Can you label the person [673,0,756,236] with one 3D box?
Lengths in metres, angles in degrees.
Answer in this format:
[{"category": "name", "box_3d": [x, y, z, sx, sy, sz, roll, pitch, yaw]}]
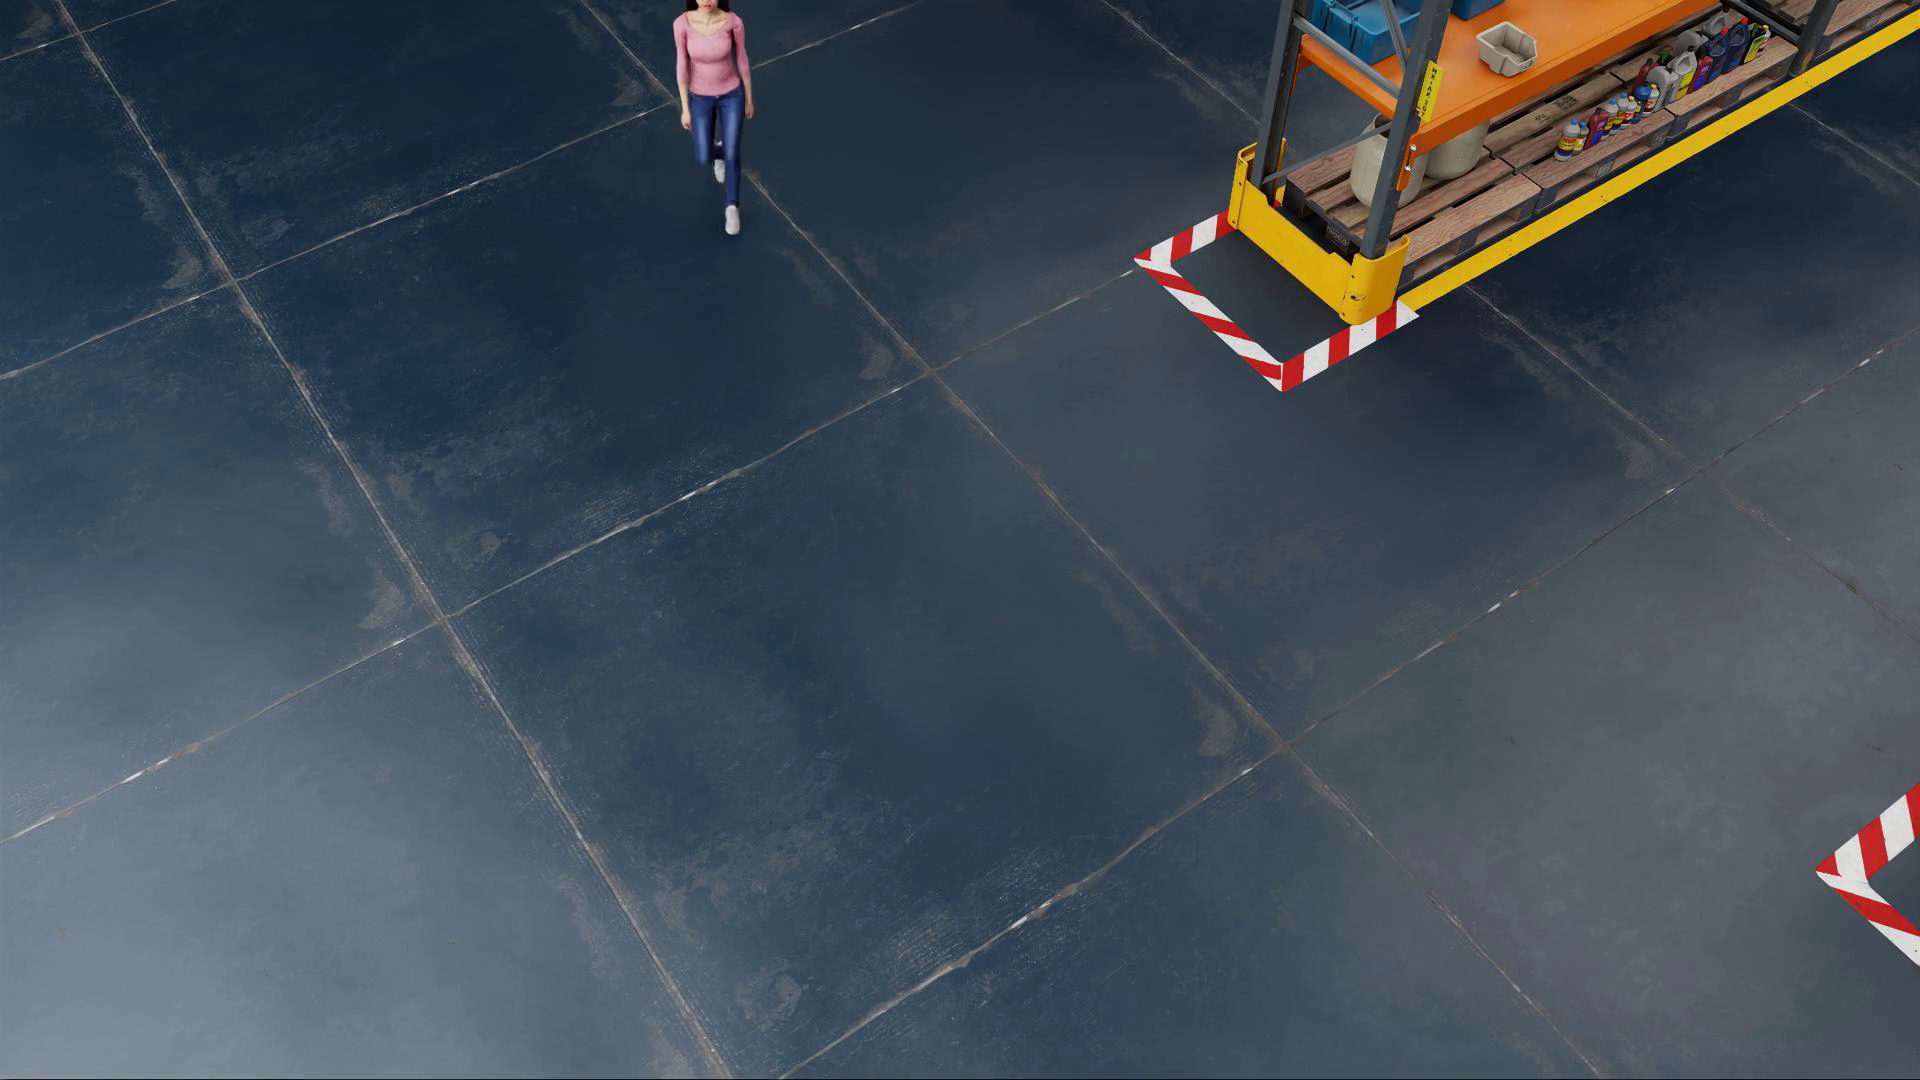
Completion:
[{"category": "person", "box_3d": [-1.416, -2.610, 9.651, 0.852, 1.736, 0.855, -5, 52, -4]}]
